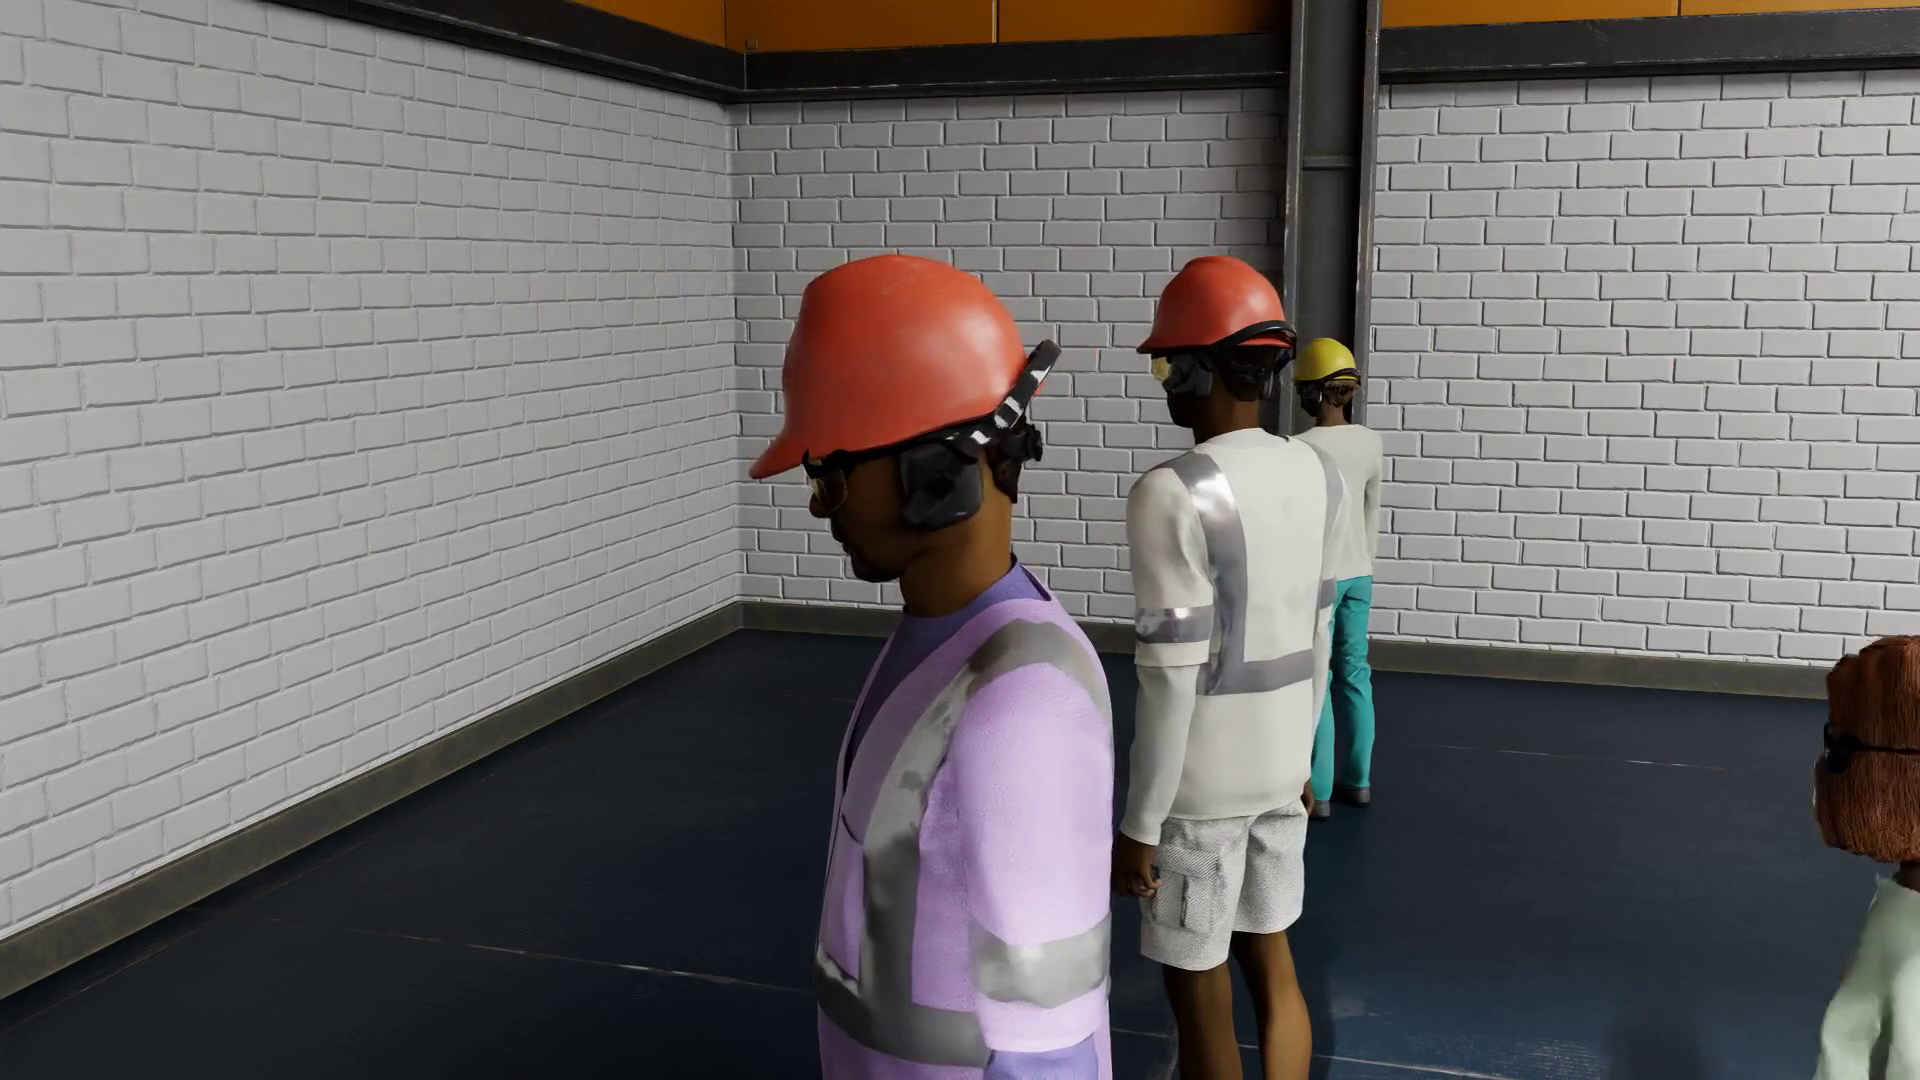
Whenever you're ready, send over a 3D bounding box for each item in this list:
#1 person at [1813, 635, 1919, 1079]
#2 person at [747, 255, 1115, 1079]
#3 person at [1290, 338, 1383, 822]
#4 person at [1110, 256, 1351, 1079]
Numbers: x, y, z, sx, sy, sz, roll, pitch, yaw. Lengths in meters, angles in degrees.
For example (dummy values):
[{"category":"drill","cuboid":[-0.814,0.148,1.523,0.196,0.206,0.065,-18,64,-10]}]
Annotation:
[{"category":"person","cuboid":[1.215,0.909,1.955,0.713,1.603,0.520,6,11,35]},{"category":"person","cuboid":[-0.027,0.709,1.882,0.392,2.033,0.605,-1,9,-8]},{"category":"person","cuboid":[1.329,0.146,6.125,0.531,1.767,0.328,-7,12,-37]},{"category":"person","cuboid":[0.502,0.465,3.340,0.390,2.040,0.614,9,13,44]}]
